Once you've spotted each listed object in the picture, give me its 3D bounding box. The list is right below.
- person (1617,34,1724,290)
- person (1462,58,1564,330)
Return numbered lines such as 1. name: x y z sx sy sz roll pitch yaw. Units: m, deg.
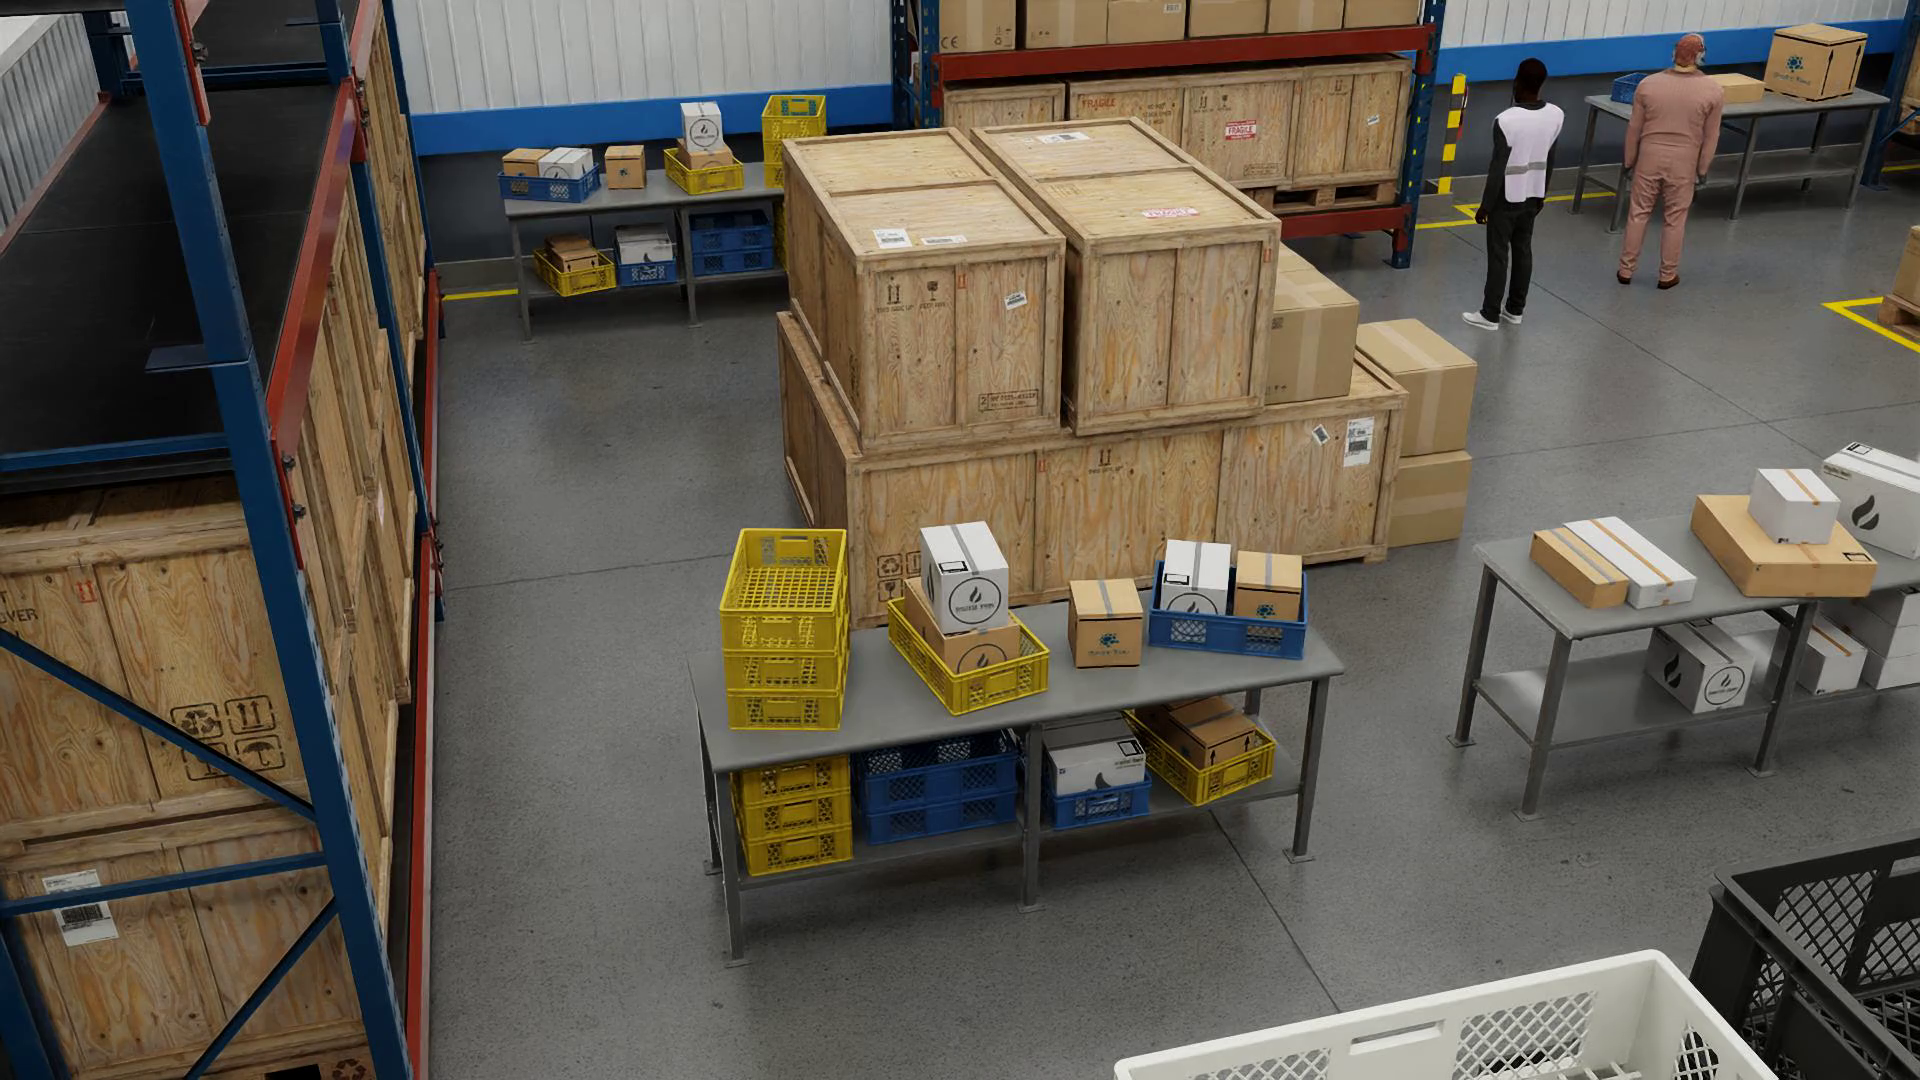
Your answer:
1. person: 5.355 -2.856 12.597 0.643 1.902 0.400 15 32 25
2. person: 3.950 -2.440 11.823 0.597 1.917 0.375 -14 32 -24
